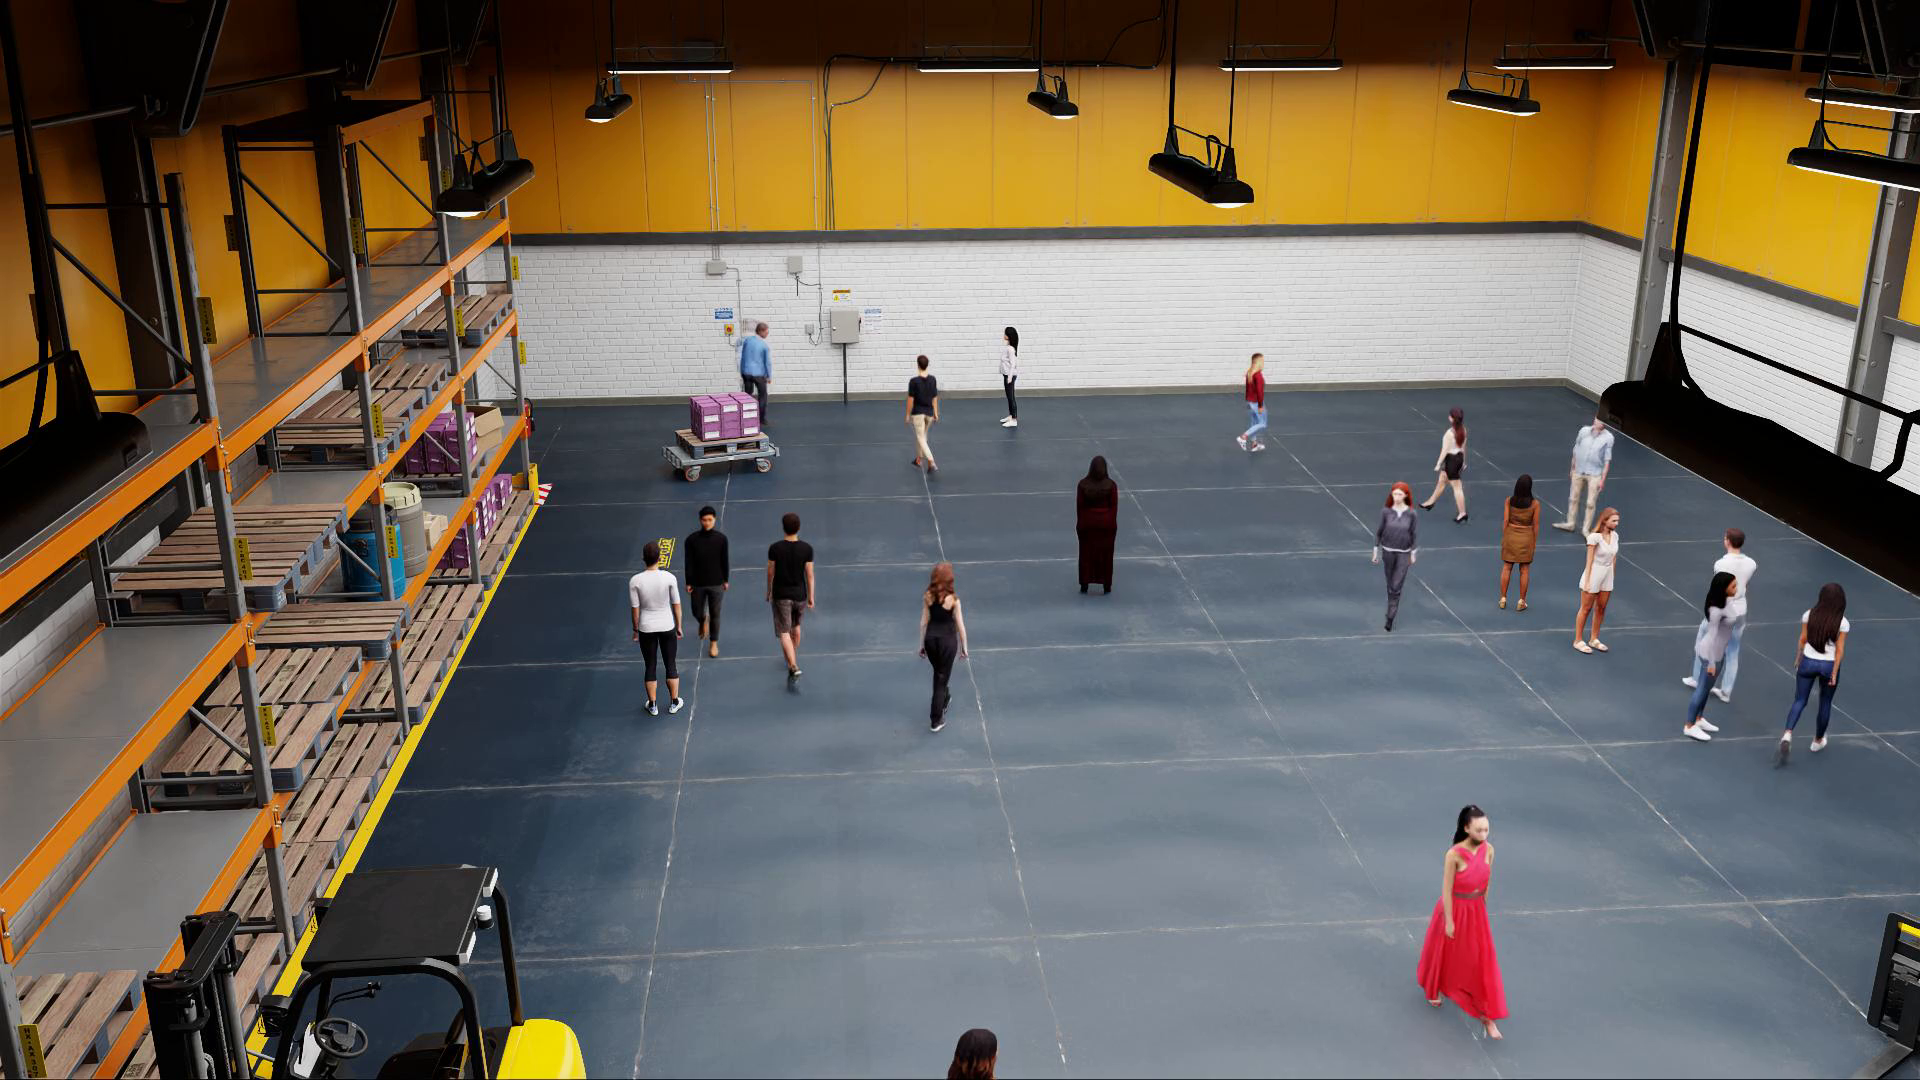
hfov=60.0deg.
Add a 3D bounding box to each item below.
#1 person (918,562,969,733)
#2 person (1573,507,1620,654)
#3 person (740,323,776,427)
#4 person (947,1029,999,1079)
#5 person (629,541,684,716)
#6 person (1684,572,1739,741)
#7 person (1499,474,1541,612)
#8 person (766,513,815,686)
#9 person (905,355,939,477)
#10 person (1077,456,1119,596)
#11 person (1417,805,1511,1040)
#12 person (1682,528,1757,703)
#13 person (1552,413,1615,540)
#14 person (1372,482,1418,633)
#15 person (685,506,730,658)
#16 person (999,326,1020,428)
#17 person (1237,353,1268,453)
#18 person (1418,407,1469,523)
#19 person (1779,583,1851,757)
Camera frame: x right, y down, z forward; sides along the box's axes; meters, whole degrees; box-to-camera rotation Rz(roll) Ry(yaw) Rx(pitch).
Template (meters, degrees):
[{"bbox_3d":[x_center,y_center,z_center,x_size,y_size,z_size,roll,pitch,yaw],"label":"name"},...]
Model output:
[{"bbox_3d":[-0.232,1.095,16.693,0.880,1.720,1.045,7,20,20],"label":"person"},{"bbox_3d":[7.173,0.429,18.710,0.622,1.694,0.617,-7,20,-19],"label":"person"},{"bbox_3d":[-3.528,-2.828,28.250,0.876,1.778,0.805,2,19,5],"label":"person"},{"bbox_3d":[0.096,3.528,9.465,0.819,1.721,0.652,-8,20,-23],"label":"person"},{"bbox_3d":[-3.107,0.902,17.060,0.678,1.851,0.577,-3,19,-9],"label":"person"},{"bbox_3d":[7.467,1.133,16.559,0.776,1.732,0.675,12,22,31],"label":"person"},{"bbox_3d":[6.692,0.024,19.919,0.636,1.690,0.649,8,20,22],"label":"person"},{"bbox_3d":[-1.825,0.645,17.852,0.874,1.833,1.250,-7,20,-20],"label":"person"},{"bbox_3d":[-0.533,-1.872,25.343,0.988,1.822,1.242,-11,22,-30],"label":"person"},{"bbox_3d":[1.684,-0.181,20.429,0.699,1.752,0.651,2,19,5],"label":"person"},{"bbox_3d":[3.569,2.685,12.024,0.734,1.685,1.135,-5,19,-16],"label":"person"},{"bbox_3d":[8.061,0.819,17.340,0.659,1.830,0.768,-4,19,-11],"label":"person"},{"bbox_3d":[8.478,-0.916,22.506,0.965,1.820,0.898,-14,23,-36],"label":"person"},{"bbox_3d":[5.110,0.168,19.440,1.010,1.723,1.205,9,21,26],"label":"person"},{"bbox_3d":[-2.843,0.425,18.694,0.635,1.712,0.820,-1,19,-4],"label":"person"},{"bbox_3d":[0.850,-2.787,28.250,0.675,1.700,0.474,-2,19,-6],"label":"person"},{"bbox_3d":[4.661,-2.169,26.537,0.773,1.622,0.813,-6,20,-17],"label":"person"},{"bbox_3d":[6.922,-1.001,23.082,1.078,1.614,0.983,17,25,41],"label":"person"},{"bbox_3d":[8.253,1.285,16.072,1.016,1.755,1.072,17,25,40],"label":"person"}]
